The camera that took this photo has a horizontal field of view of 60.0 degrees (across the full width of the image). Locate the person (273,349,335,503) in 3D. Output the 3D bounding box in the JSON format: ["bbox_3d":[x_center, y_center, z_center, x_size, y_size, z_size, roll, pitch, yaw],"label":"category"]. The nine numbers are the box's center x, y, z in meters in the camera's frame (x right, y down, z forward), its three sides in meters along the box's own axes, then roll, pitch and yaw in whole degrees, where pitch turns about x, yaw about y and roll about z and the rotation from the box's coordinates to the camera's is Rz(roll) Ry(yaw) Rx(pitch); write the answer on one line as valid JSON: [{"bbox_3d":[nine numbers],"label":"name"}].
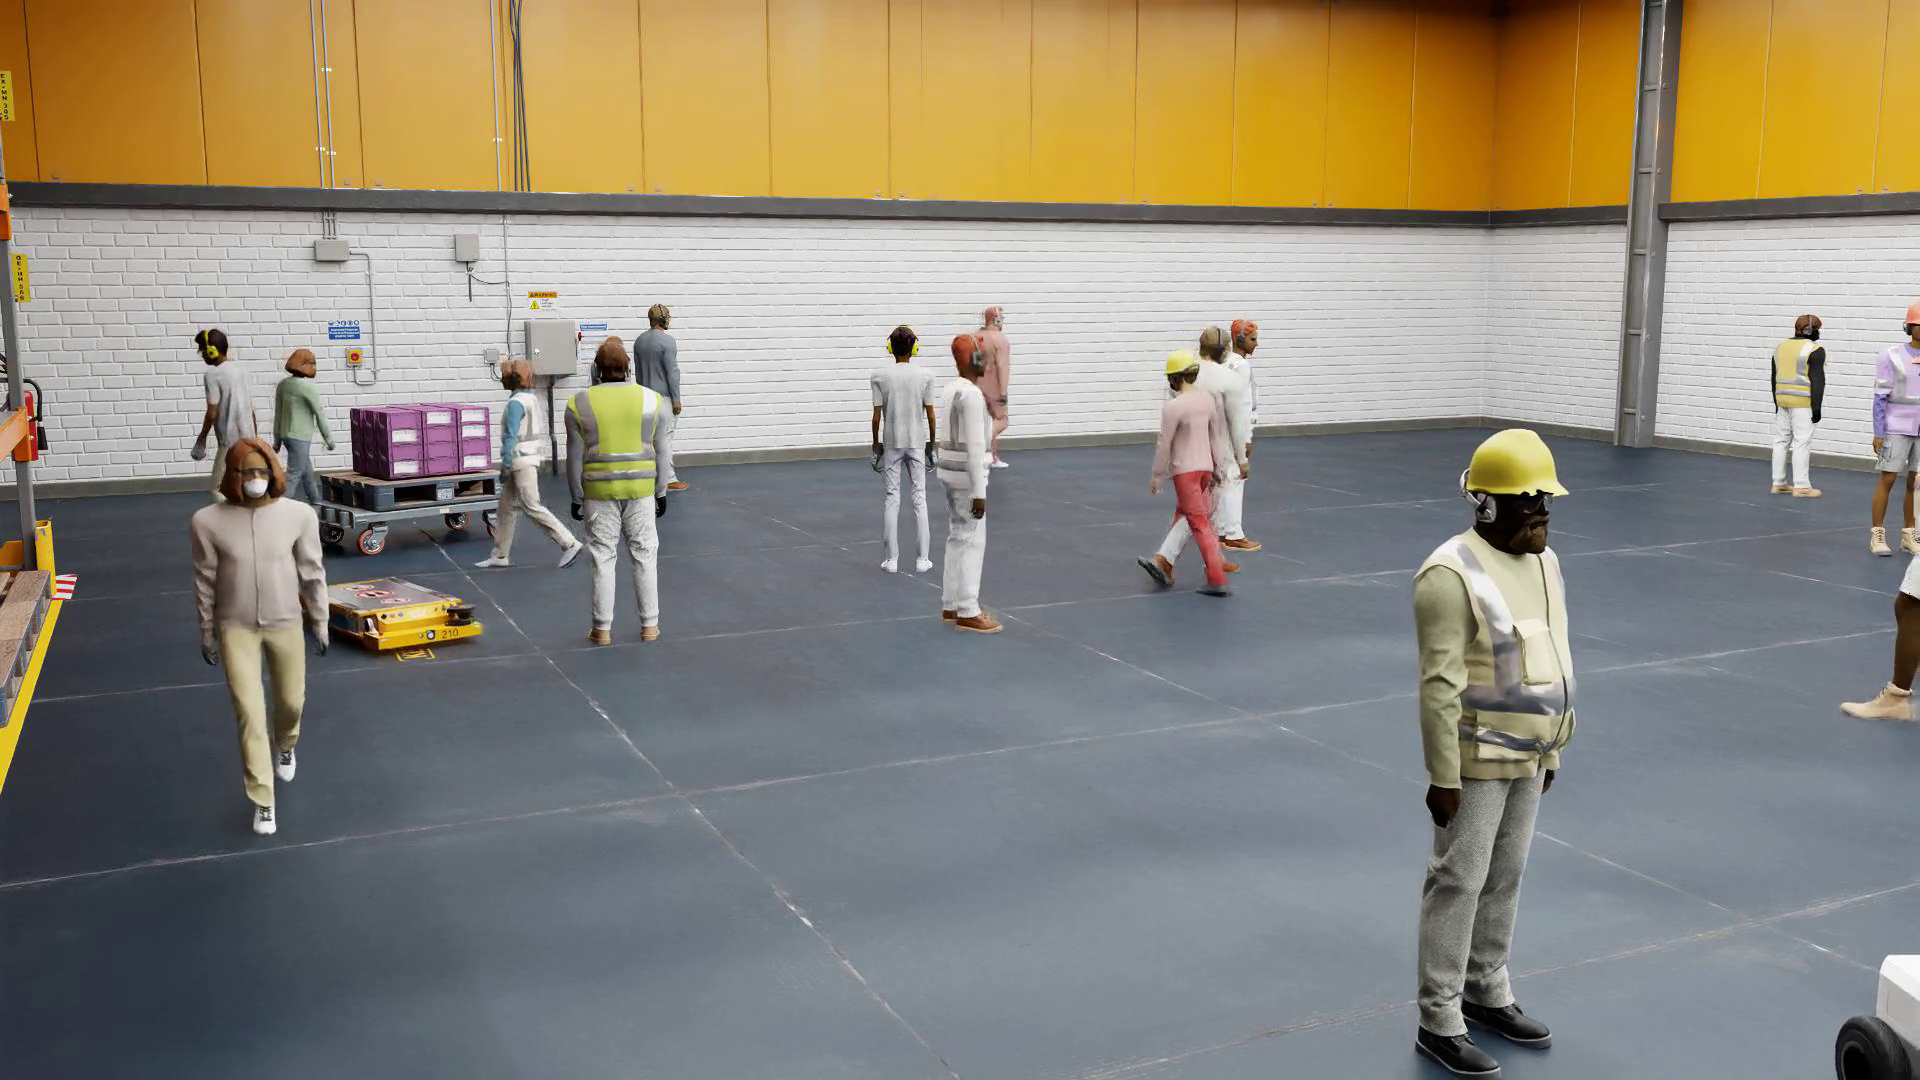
[{"bbox_3d":[-5.704,-0.868,14.551,0.502,1.591,0.842,7,11,36],"label":"person"}]

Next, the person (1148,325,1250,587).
[{"bbox_3d":[1.715,-0.607,12.050,1.000,1.898,0.617,-7,12,-38],"label":"person"}]

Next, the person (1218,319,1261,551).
[{"bbox_3d":[2.255,-0.857,13.583,0.361,1.885,0.575,-1,9,-8],"label":"person"}]

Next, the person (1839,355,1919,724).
[{"bbox_3d":[4.983,-0.049,8.199,0.919,2.018,0.619,4,10,24],"label":"person"}]

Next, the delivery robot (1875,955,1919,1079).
[{"bbox_3d":[2.641,1.276,4.175,0.477,0.478,0.707,0,9,-1],"label":"delivery robot"}]

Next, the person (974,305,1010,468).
[{"bbox_3d":[0.312,-1.733,19.023,0.616,1.890,0.647,-7,11,-36],"label":"person"}]

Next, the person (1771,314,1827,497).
[{"bbox_3d":[8.502,-1.359,16.853,0.430,1.838,0.624,-3,9,-15],"label":"person"}]

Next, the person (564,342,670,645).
[{"bbox_3d":[-2.086,-0.281,10.147,0.627,1.844,0.429,-3,10,-20],"label":"person"}]

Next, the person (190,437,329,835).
[{"bbox_3d":[-2.913,0.356,6.944,0.504,1.608,0.721,-5,10,-27],"label":"person"}]

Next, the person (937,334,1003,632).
[{"bbox_3d":[0.047,-0.354,10.506,0.376,1.871,0.631,-2,9,-15],"label":"person"}]

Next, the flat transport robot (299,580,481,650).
[{"bbox_3d":[-3.649,0.444,10.498,0.652,0.197,1.431,-8,12,-41],"label":"flat transport robot"}]

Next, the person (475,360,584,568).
[{"bbox_3d":[-3.294,-0.571,12.669,0.787,1.609,0.519,-2,9,-11],"label":"person"}]

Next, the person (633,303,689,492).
[{"bbox_3d":[-3.103,-1.467,17.202,0.627,1.941,0.371,8,12,41],"label":"person"}]

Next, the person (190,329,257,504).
[{"bbox_3d":[-5.682,-0.739,13.079,0.577,1.822,0.546,2,9,13],"label":"person"}]

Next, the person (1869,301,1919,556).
[{"bbox_3d":[7.577,-0.878,13.222,0.609,2.044,0.394,0,9,3],"label":"person"}]

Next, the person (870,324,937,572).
[{"bbox_3d":[-0.420,-0.685,12.562,0.509,1.872,0.328,-1,9,-4],"label":"person"}]

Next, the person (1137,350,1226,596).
[{"bbox_3d":[1.570,-0.484,11.794,0.536,1.702,0.928,-8,12,-42],"label":"person"}]

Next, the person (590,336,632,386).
[{"bbox_3d":[-3.614,-1.335,17.449,0.498,1.585,0.840,2,9,14],"label":"person"}]

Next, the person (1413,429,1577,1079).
[{"bbox_3d":[1.526,0.596,4.732,0.603,1.830,0.404,-8,12,-42],"label":"person"}]
